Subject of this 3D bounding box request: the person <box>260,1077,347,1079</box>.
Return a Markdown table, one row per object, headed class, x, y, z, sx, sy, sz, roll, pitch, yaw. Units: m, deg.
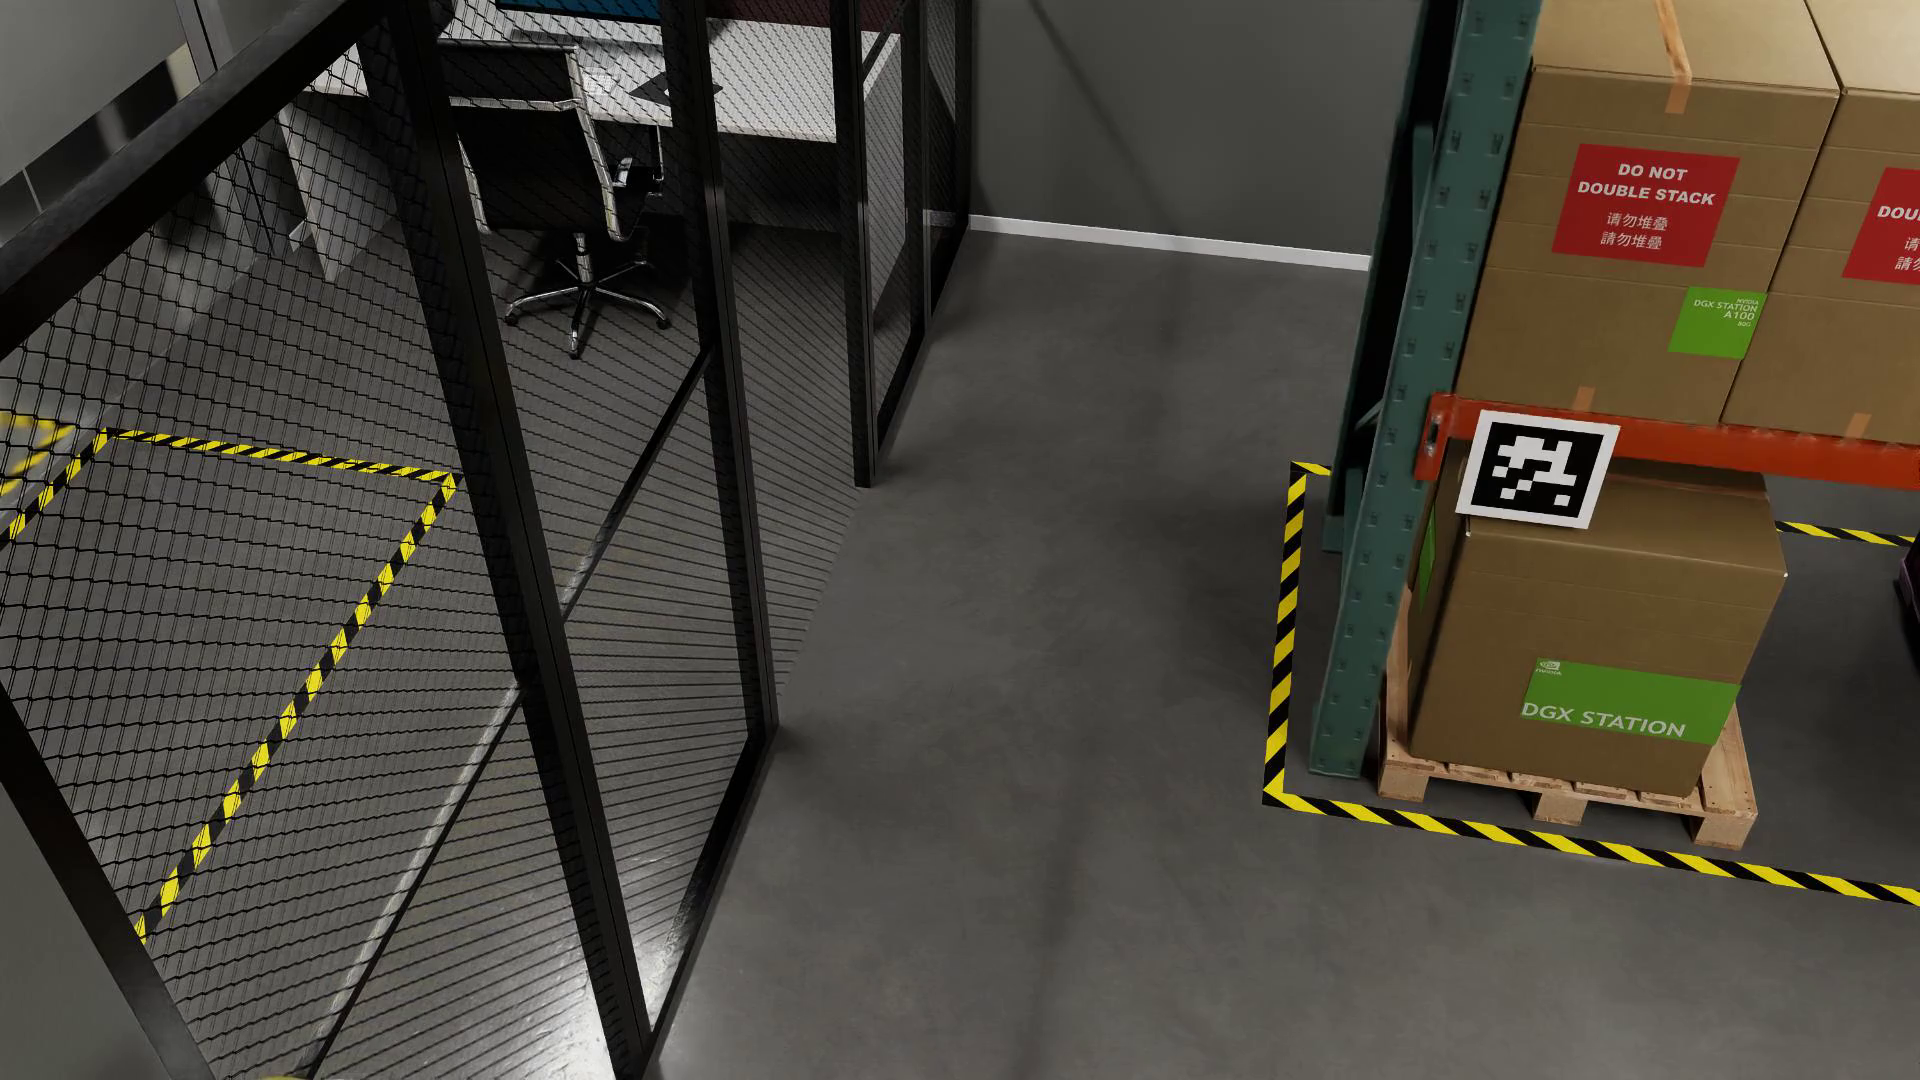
| class | x | y | z | sx | sy | sz | roll | pitch | yaw |
| --- | --- | --- | --- | --- | --- | --- | --- | --- | --- |
| person | -0.676 | 1.234 | 2.157 | 0.600 | 1.829 | 0.404 | 13 | 43 | 14 |
